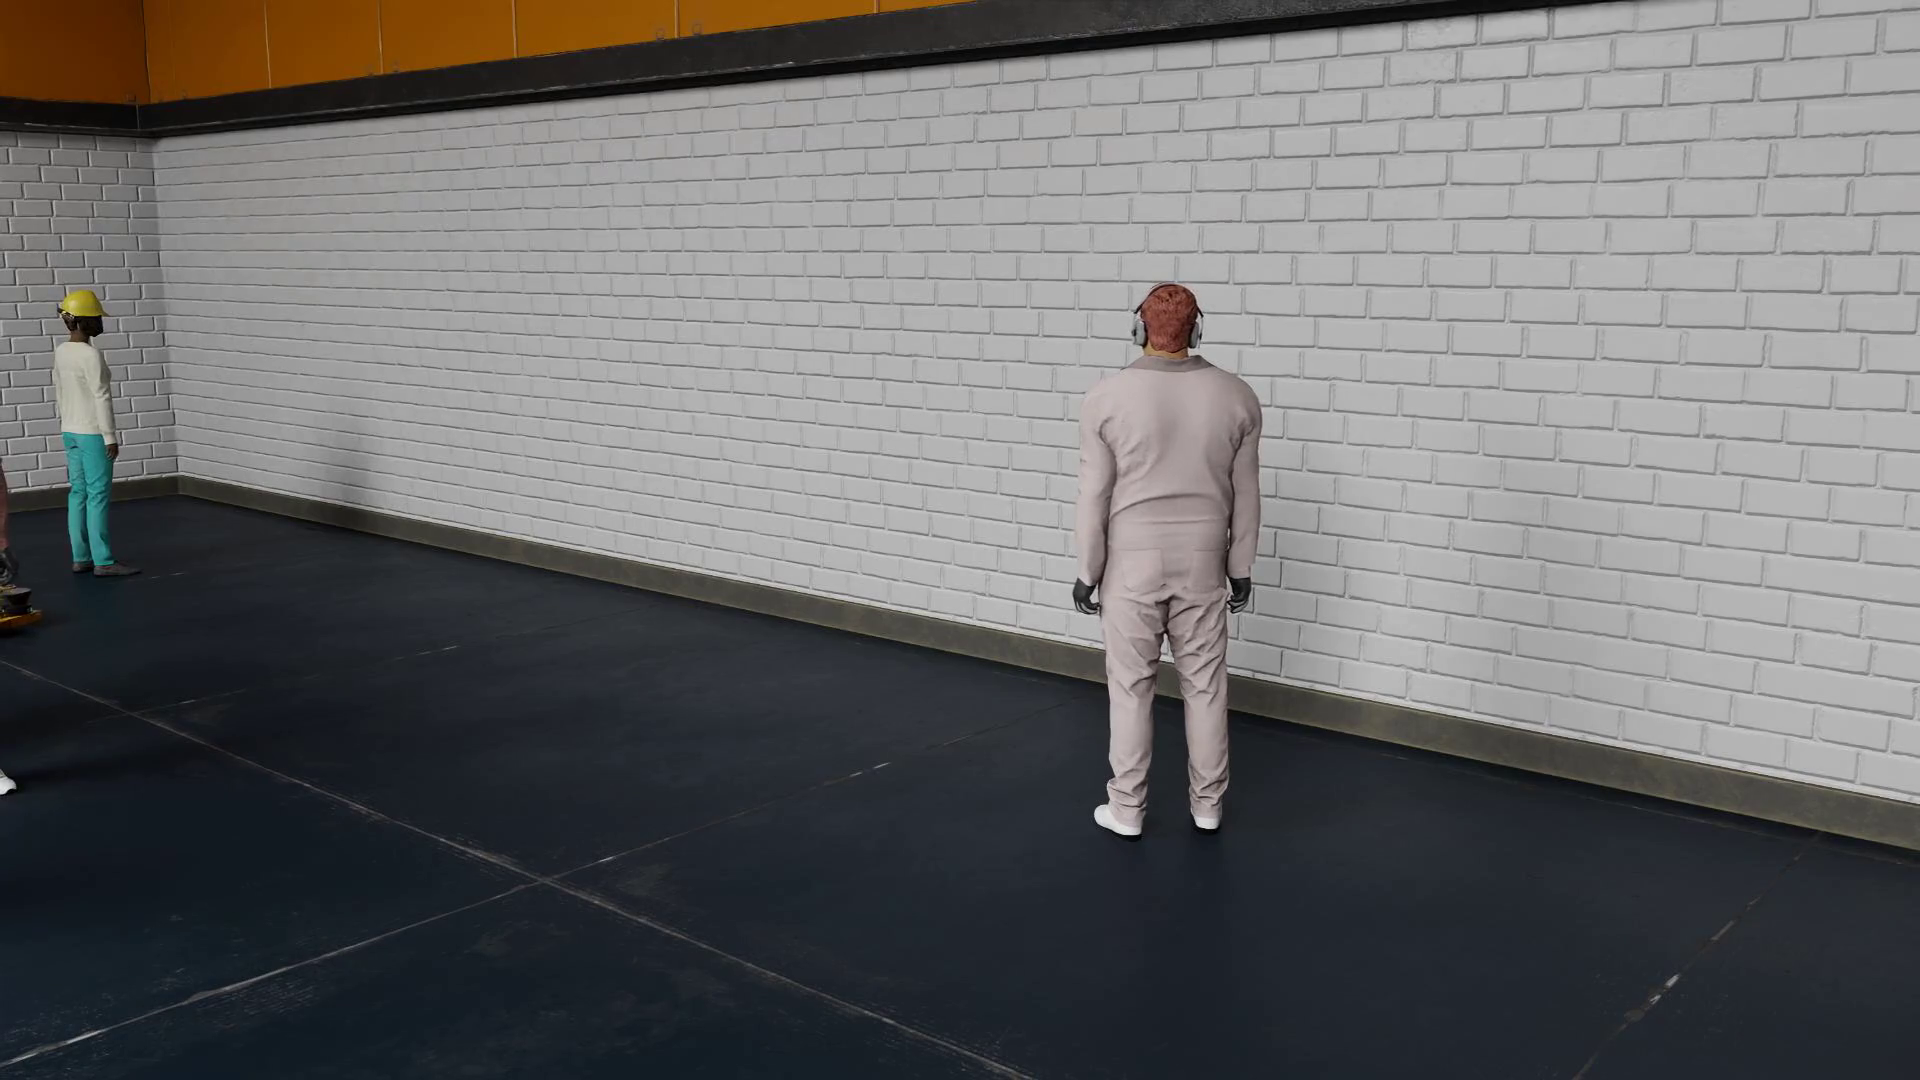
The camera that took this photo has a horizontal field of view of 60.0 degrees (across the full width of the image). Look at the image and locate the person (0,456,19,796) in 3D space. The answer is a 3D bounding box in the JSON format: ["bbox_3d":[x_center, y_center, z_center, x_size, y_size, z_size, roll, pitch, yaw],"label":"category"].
[{"bbox_3d":[-3.743,0.033,5.980,0.407,1.904,0.654,9,13,40],"label":"person"}]

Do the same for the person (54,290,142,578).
[{"bbox_3d":[-5.352,-0.649,10.260,0.533,1.768,0.310,7,12,36],"label":"person"}]

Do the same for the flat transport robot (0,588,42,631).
[{"bbox_3d":[-5.670,0.368,8.722,1.431,0.197,0.652,2,10,13],"label":"flat transport robot"}]

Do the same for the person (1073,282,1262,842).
[{"bbox_3d":[0.696,0.080,5.707,0.651,1.906,0.404,-2,10,-10],"label":"person"}]
